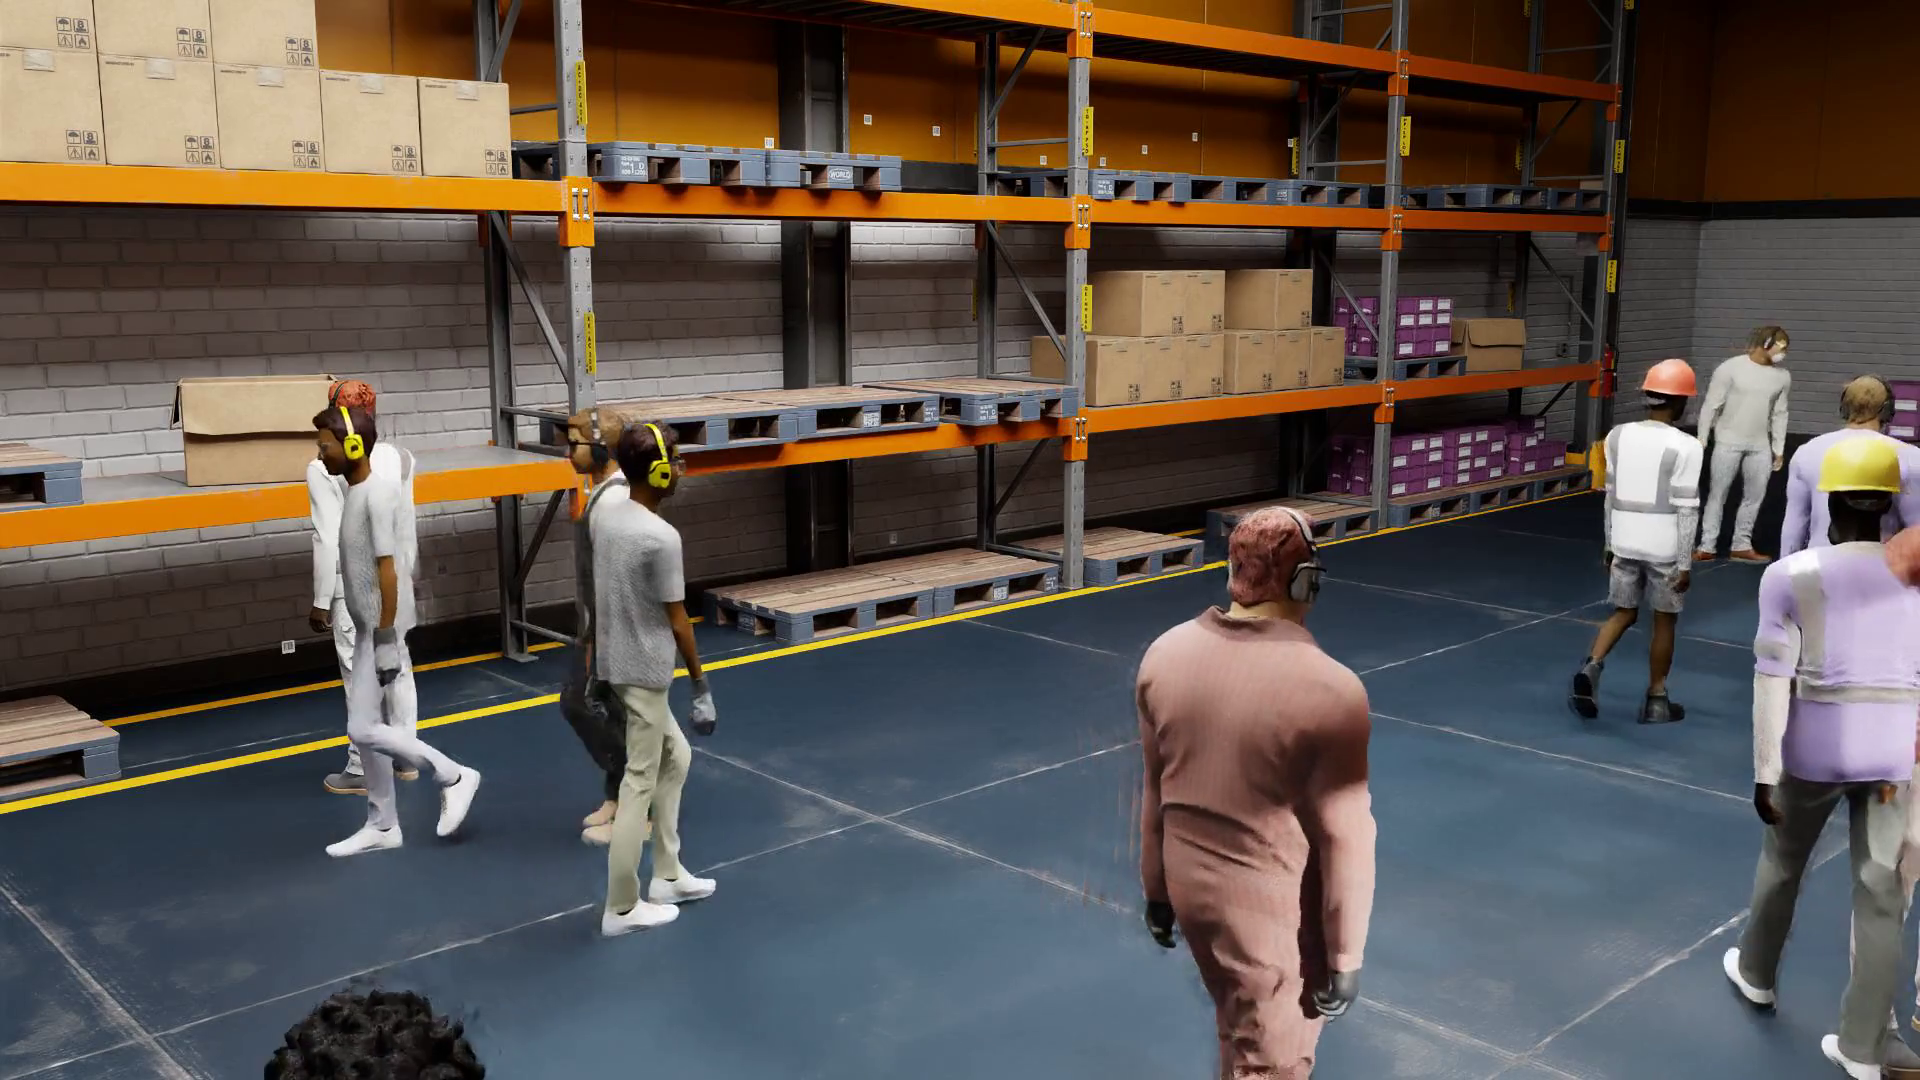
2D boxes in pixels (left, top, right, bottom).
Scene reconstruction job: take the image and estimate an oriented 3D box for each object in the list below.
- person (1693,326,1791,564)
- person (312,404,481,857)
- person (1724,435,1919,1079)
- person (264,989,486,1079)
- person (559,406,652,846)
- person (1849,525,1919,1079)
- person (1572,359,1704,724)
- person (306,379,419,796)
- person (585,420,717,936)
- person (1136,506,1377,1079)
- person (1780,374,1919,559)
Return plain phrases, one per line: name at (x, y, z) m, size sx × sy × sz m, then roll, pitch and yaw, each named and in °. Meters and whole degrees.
person at (6.103, -0.729, 13.070) m, size 0.776 × 1.901 × 0.373 m, roll -1°, pitch 10°, yaw -3°
person at (-2.321, 0.370, 6.742) m, size 0.511 × 1.844 × 0.538 m, roll -6°, pitch 11°, yaw -30°
person at (2.691, 0.625, 5.111) m, size 0.600 × 1.887 × 0.900 m, roll 2°, pitch 10°, yaw 10°
person at (-0.611, 1.272, 1.992) m, size 0.534 × 1.660 × 0.828 m, roll 0°, pitch 10°, yaw -2°
person at (-1.476, 0.361, 6.839) m, size 0.442 × 1.829 × 0.548 m, roll -2°, pitch 10°, yaw -14°
person at (2.966, 0.602, 4.947) m, size 0.608 × 1.996 × 0.380 m, roll -3°, pitch 10°, yaw -15°
person at (3.488, 0.032, 8.517) m, size 0.682 × 1.917 × 0.561 m, roll -7°, pitch 12°, yaw -35°
person at (-2.704, 0.216, 7.544) m, size 0.356 × 1.881 × 0.574 m, roll 5°, pitch 11°, yaw 26°
person at (-1.054, 0.491, 6.015) m, size 0.673 × 1.847 × 0.565 m, roll -8°, pitch 12°, yaw -38°
person at (0.638, 0.854, 3.862) m, size 0.832 × 1.868 × 0.650 m, roll -8°, pitch 12°, yaw -38°
person at (4.247, 0.161, 7.880) m, size 1.039 × 1.887 × 0.639 m, roll -6°, pitch 11°, yaw -30°
